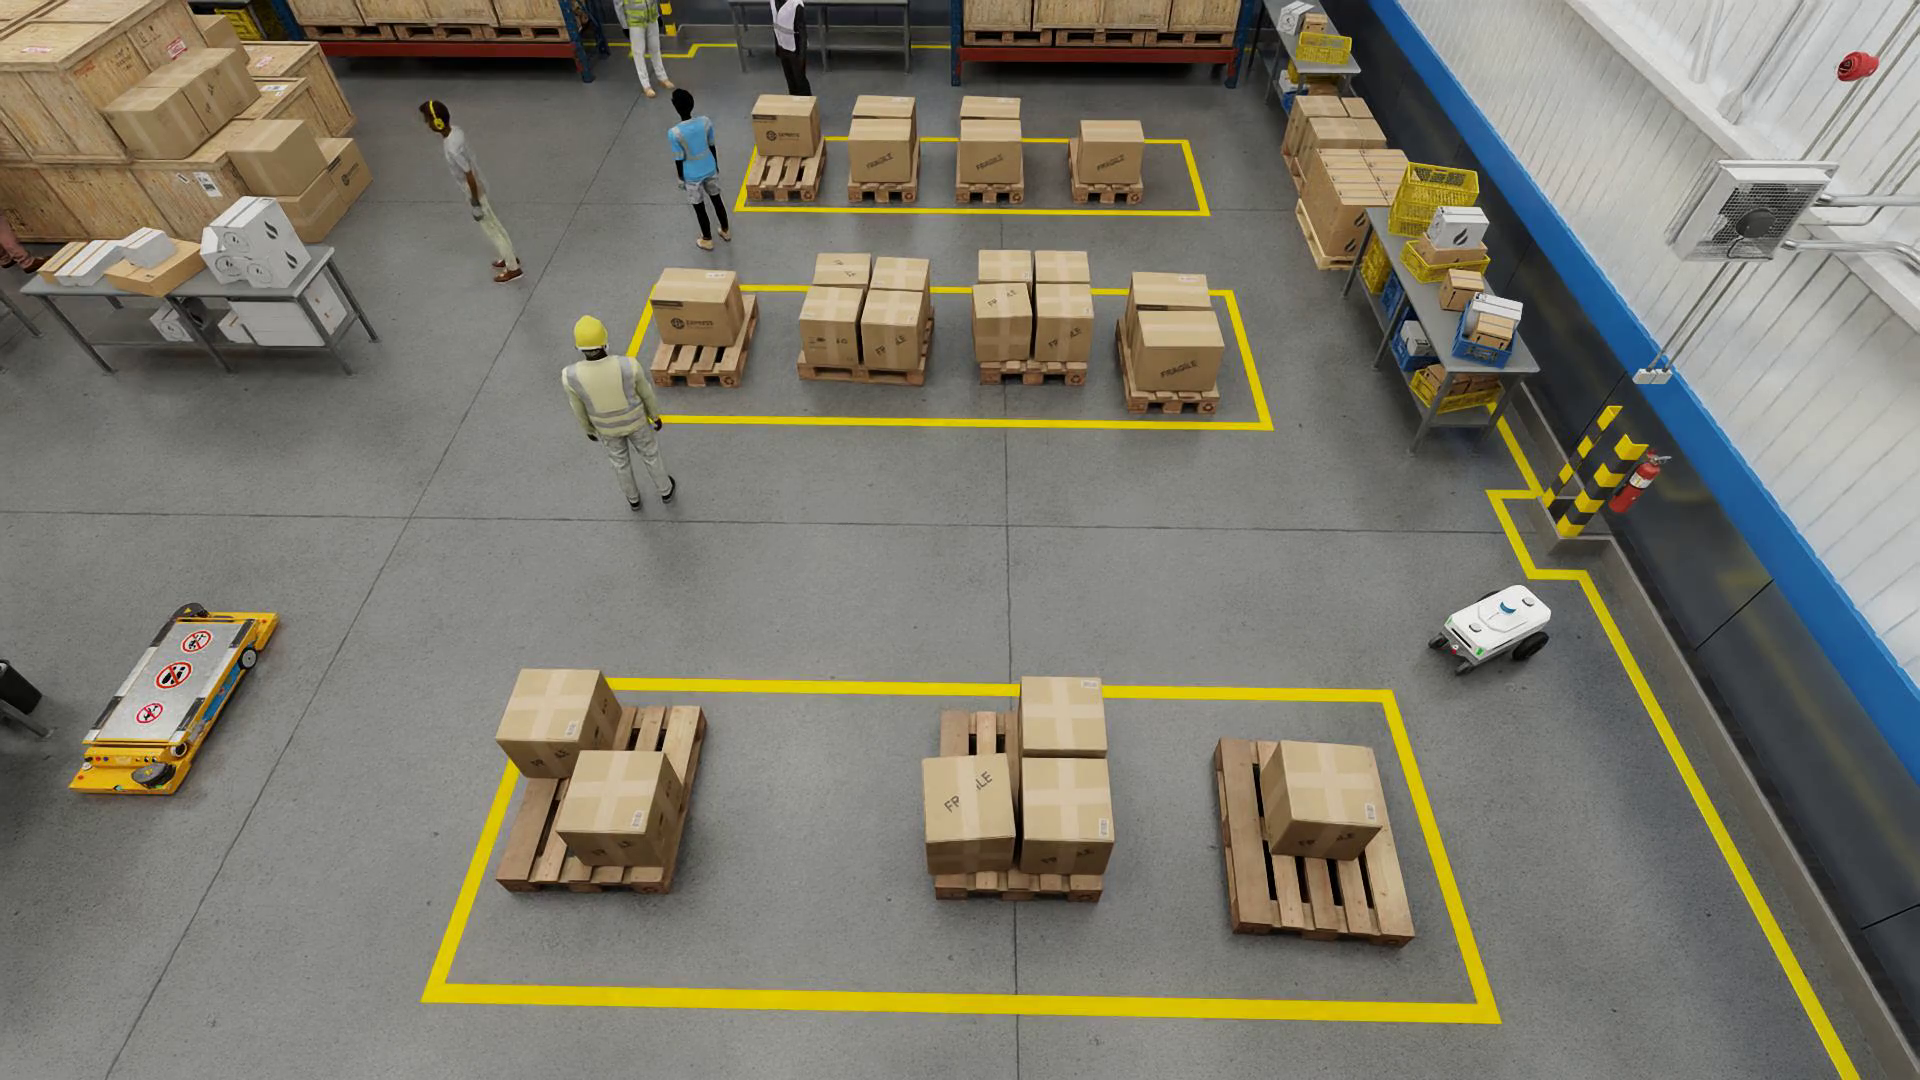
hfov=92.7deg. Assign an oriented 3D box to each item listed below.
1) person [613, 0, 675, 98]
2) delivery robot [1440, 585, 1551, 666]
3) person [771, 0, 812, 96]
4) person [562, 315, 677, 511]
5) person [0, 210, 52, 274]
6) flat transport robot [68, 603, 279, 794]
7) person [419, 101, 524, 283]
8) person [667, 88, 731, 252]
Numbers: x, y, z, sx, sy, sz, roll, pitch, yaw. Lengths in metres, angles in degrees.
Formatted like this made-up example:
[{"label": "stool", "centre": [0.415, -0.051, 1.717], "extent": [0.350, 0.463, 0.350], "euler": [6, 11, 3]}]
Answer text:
[{"label": "person", "centre": [-4.231, -6.908, 12.173], "extent": [0.429, 1.842, 0.636], "euler": [33, 57, 25]}, {"label": "delivery robot", "centre": [3.856, 0.598, 6.599], "extent": [0.707, 0.478, 0.477], "euler": [-20, 53, -16]}, {"label": "person", "centre": [-2.111, -6.163, 11.492], "extent": [0.392, 1.920, 0.587], "euler": [-37, 59, -27]}, {"label": "person", "centre": [-2.642, -0.953, 7.139], "extent": [0.601, 1.831, 0.404], "euler": [-13, 51, -11]}, {"label": "person", "centre": [-10.241, -3.666, 9.397], "extent": [0.645, 1.899, 0.396], "euler": [12, 51, 10]}, {"label": "flat transport robot", "centre": [-5.504, 1.072, 6.442], "extent": [0.652, 0.197, 1.431], "euler": [1, 50, 1]}, {"label": "person", "centre": [-4.915, -3.498, 9.275], "extent": [0.309, 1.861, 0.535], "euler": [-15, 51, -12]}, {"label": "person", "centre": [-2.776, -3.906, 9.726], "extent": [0.316, 1.695, 0.542], "euler": [36, 58, 26]}]
